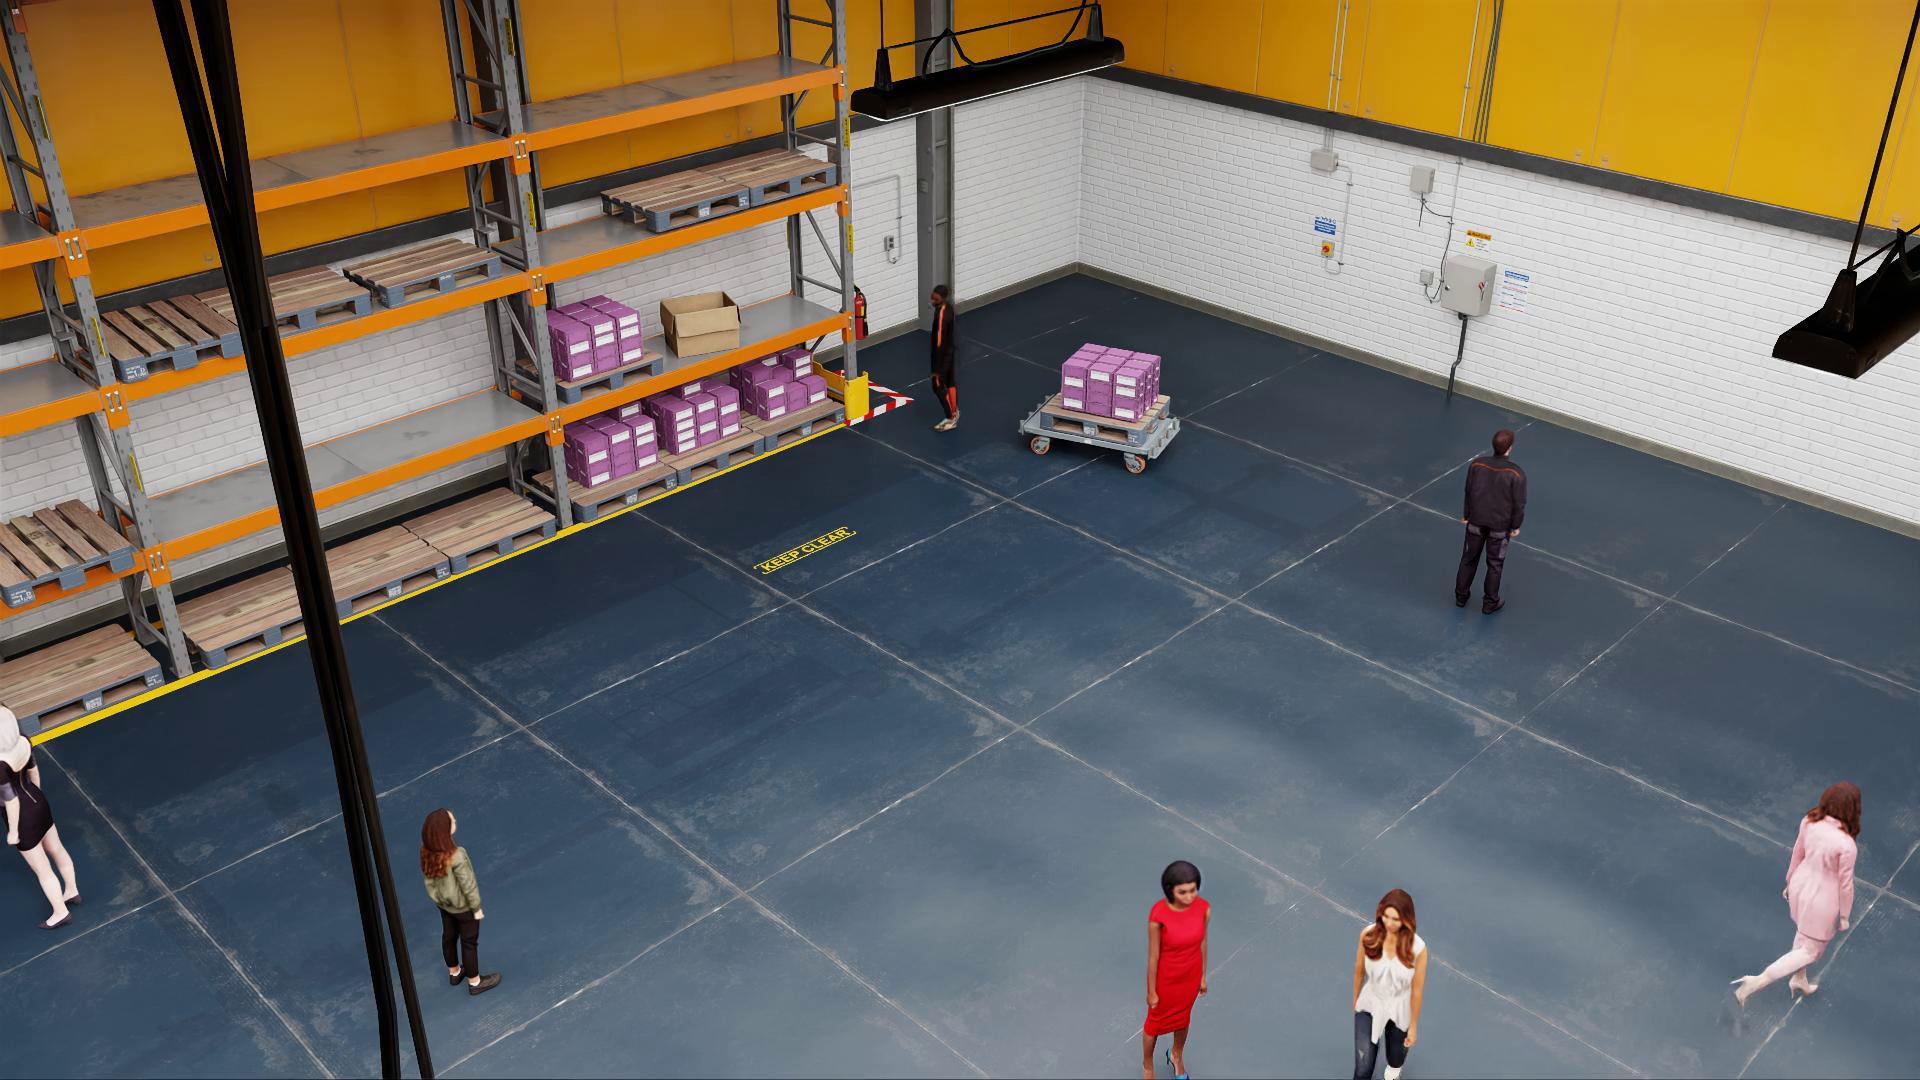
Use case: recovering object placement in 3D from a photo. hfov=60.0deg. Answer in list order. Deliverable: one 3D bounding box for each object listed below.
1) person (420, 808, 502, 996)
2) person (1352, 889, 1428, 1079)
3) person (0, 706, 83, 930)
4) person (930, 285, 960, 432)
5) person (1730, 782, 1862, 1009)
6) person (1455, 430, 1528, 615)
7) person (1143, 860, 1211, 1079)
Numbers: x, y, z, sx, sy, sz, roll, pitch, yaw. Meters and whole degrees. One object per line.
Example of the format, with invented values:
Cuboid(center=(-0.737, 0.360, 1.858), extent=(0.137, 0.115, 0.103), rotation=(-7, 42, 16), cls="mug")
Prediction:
Cuboid(center=(-3.382, 2.408, 11.138), extent=(0.623, 1.475, 0.570), rotation=(18, 33, 29), cls="person")
Cuboid(center=(2.614, 2.821, 10.080), extent=(0.828, 1.764, 1.127), rotation=(13, 31, 23), cls="person")
Cuboid(center=(-6.516, 1.930, 11.646), extent=(0.703, 1.829, 0.644), rotation=(0, 29, 0), cls="person")
Cuboid(center=(-0.155, -2.122, 19.124), extent=(0.980, 1.781, 0.766), rotation=(12, 31, 22), cls="person")
Cuboid(center=(5.527, 2.383, 10.867), extent=(1.117, 1.779, 0.930), rotation=(-8, 30, -14), cls="person")
Cuboid(center=(4.938, -0.181, 15.506), extent=(0.766, 1.839, 0.639), rotation=(18, 33, 29), cls="person")
Cuboid(center=(1.325, 2.709, 10.307), extent=(0.565, 1.744, 0.695), rotation=(-10, 30, -18), cls="person")
